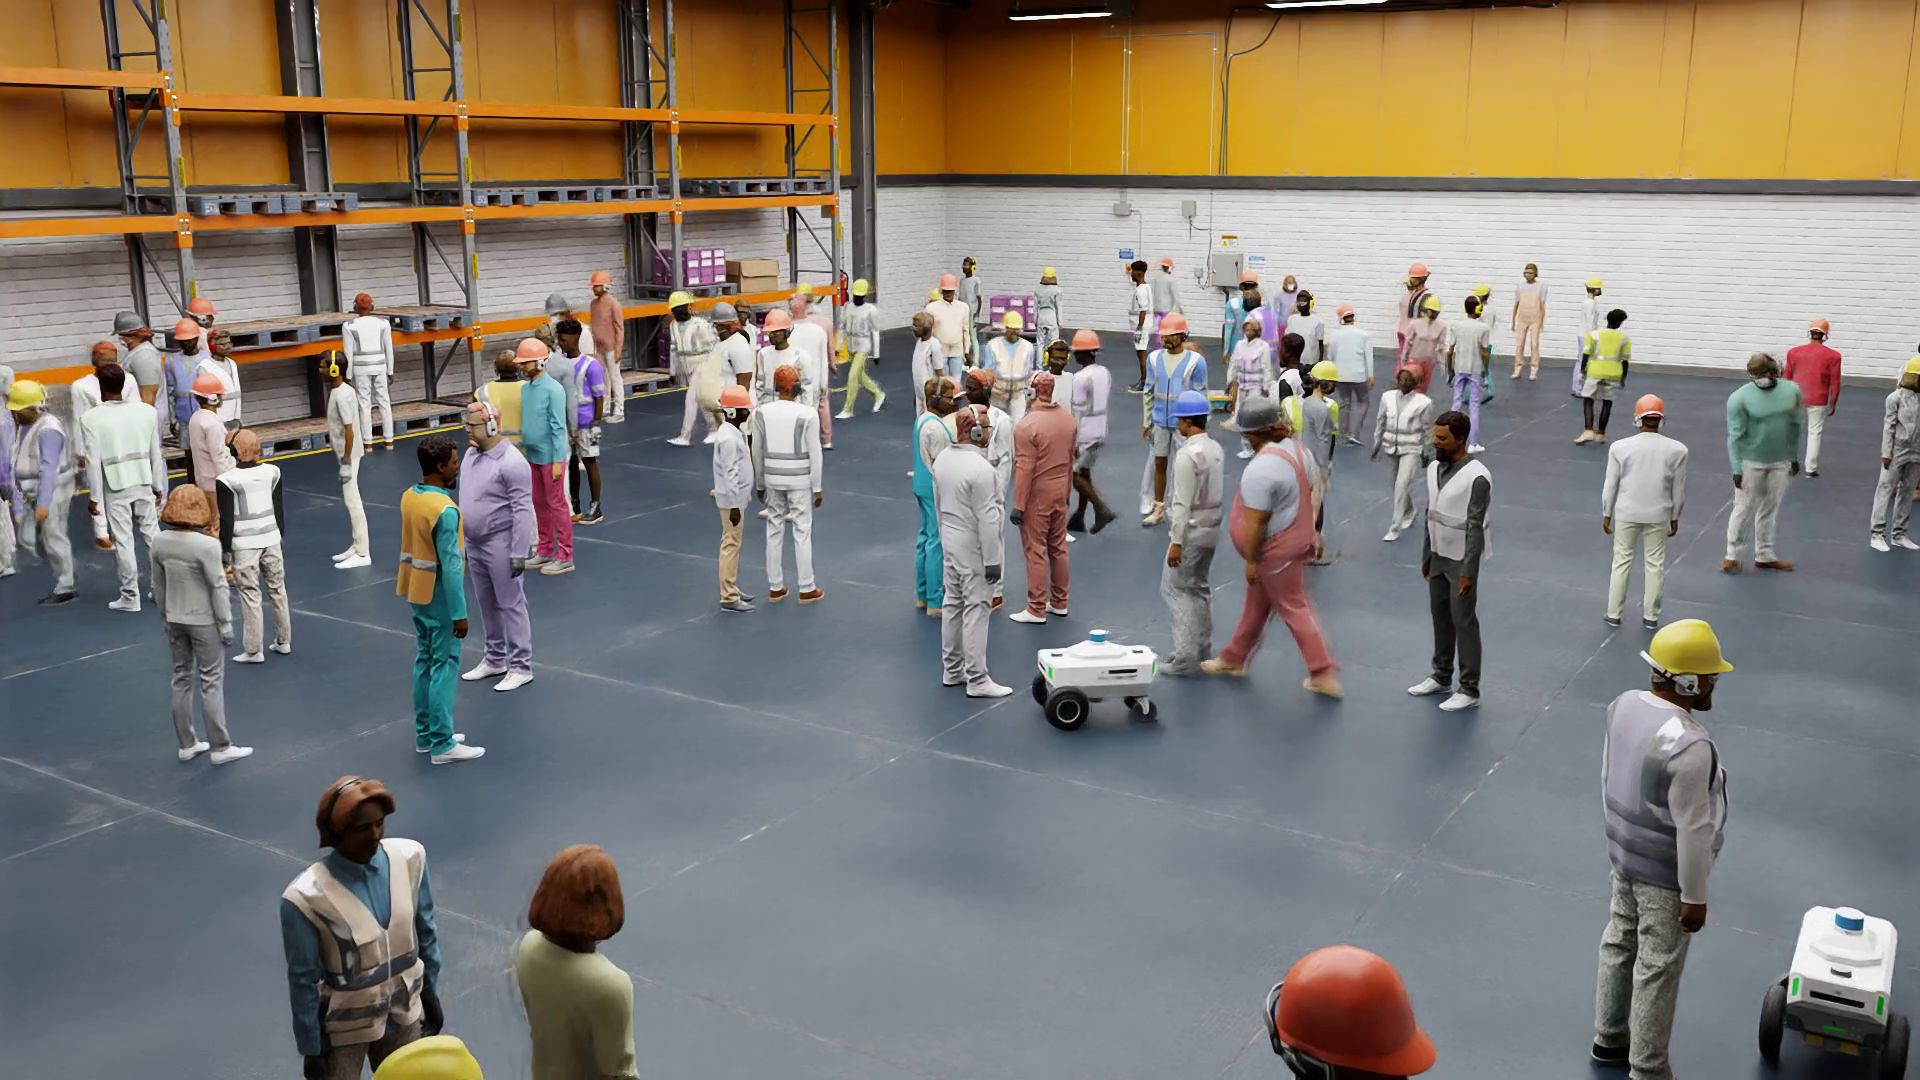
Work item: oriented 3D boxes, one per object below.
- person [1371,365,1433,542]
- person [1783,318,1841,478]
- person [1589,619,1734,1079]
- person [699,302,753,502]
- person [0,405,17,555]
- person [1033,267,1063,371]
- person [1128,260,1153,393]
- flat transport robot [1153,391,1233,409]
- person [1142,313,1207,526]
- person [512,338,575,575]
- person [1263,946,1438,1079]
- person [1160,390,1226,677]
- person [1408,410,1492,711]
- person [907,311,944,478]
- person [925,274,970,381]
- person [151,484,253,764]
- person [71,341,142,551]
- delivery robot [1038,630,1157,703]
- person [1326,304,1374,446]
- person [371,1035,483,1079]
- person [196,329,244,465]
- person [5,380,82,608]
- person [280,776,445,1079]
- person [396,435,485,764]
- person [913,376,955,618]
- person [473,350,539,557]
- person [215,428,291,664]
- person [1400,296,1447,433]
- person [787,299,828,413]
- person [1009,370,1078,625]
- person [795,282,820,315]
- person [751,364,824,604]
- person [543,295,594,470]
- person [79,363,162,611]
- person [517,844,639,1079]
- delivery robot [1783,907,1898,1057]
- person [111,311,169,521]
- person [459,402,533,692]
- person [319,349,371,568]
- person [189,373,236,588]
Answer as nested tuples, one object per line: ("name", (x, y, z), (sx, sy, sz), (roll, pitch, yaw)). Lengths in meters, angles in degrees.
("person", (4.117, -0.835, 15.370), (0.510, 1.604, 0.808), (12, 18, 43))
("person", (9.308, -1.556, 18.215), (0.574, 1.742, 0.355), (9, 16, 34))
("person", (2.600, 1.177, 6.154), (0.404, 1.830, 0.602), (-1, 13, -6))
("person", (-2.371, -1.392, 16.842), (0.536, 2.000, 0.688), (-6, 14, -23))
("person", (-8.553, -0.650, 14.500), (0.513, 1.642, 0.311), (-10, 16, -36))
("person", (1.413, -3.479, 26.550), (0.492, 1.742, 0.321), (6, 14, 25))
("person", (2.679, -3.168, 24.707), (0.366, 1.964, 0.610), (2, 13, 11))
("flat transport robot", (3.378, -1.936, 23.081), (1.431, 0.197, 0.652), (-1, 13, -3))
("person", (1.990, -1.111, 15.621), (0.615, 2.041, 0.388), (7, 15, 29))
("person", (-3.516, -0.705, 13.993), (0.398, 1.987, 0.607), (-12, 18, -43))
("person", (0.721, 1.742, 3.353), (0.382, 1.995, 0.612), (8, 15, 32))
("person", (1.574, -0.041, 11.238), (0.414, 1.929, 0.626), (8, 15, 30))
("person", (3.150, 0.122, 10.587), (0.392, 1.909, 0.585), (-4, 14, -18))
("person", (-0.356, -1.540, 17.920), (0.325, 1.842, 0.516), (-7, 15, -27))
("person", (-0.155, -2.415, 21.387), (0.619, 1.990, 0.395), (-4, 14, -18))
("person", (-4.407, 0.485, 9.596), (0.501, 1.632, 0.280), (5, 14, 21))
("person", (-7.608, -0.853, 14.886), (0.508, 1.863, 0.590), (10, 16, 36))
("delivery robot", (0.856, 0.804, 10.370), (0.707, 0.478, 0.477), (-2, 13, -8))
("person", (4.714, -1.981, 20.112), (0.598, 1.725, 0.370), (8, 15, 32))
("person", (-1.073, 1.841, 3.444), (0.338, 1.759, 0.528), (-5, 14, -20))
("person", (-7.146, -1.122, 16.100), (0.372, 1.843, 0.570), (1, 13, 4))
("person", (-7.100, -0.357, 12.894), (0.606, 1.799, 0.427), (11, 17, 41))
("person", (-1.847, 1.506, 5.185), (0.317, 1.630, 0.509), (9, 16, 33))
("person", (-3.026, 0.346, 9.605), (0.389, 1.911, 0.591), (-11, 17, -38))
("person", (-0.181, -0.326, 12.665), (0.345, 1.839, 0.507), (-4, 14, -18))
("person", (-3.845, -0.722, 14.369), (0.627, 1.847, 0.429), (-2, 13, -7))
("person", (-4.882, 0.042, 11.504), (0.306, 1.640, 0.522), (7, 15, 28))
("person", (5.921, -2.225, 21.123), (0.546, 1.723, 0.782), (-3, 13, -11))
("person", (-1.810, -1.797, 18.979), (0.650, 1.874, 0.691), (-3, 13, -13))
("person", (0.595, -0.322, 12.497), (0.402, 1.906, 0.651), (11, 17, 40))
("person", (-2.152, -2.804, 23.668), (0.488, 1.729, 0.579), (9, 16, 35))
("person", (-1.345, -0.433, 13.026), (0.574, 1.885, 0.358), (4, 14, 17))
("person", (-4.372, -1.723, 18.280), (0.694, 2.000, 1.031), (3, 13, 11))
("person", (-6.425, -0.402, 12.818), (0.398, 1.920, 0.590), (9, 16, 35))
("person", (-1.022, 1.622, 4.672), (0.529, 1.617, 0.342), (12, 17, 41))
("delivery robot", (3.474, 1.687, 6.539), (0.477, 0.478, 0.707), (8, 15, 31))
("person", (-7.899, -1.196, 15.995), (0.536, 2.000, 0.677), (-6, 14, -25))
("person", (-3.080, 0.038, 10.934), (0.653, 1.906, 0.408), (11, 17, 40))
("person", (-5.254, -0.691, 14.175), (0.335, 1.873, 0.521), (-4, 14, -19))
("person", (-6.032, -0.481, 13.526), (0.332, 1.750, 0.563), (-11, 17, -39))
